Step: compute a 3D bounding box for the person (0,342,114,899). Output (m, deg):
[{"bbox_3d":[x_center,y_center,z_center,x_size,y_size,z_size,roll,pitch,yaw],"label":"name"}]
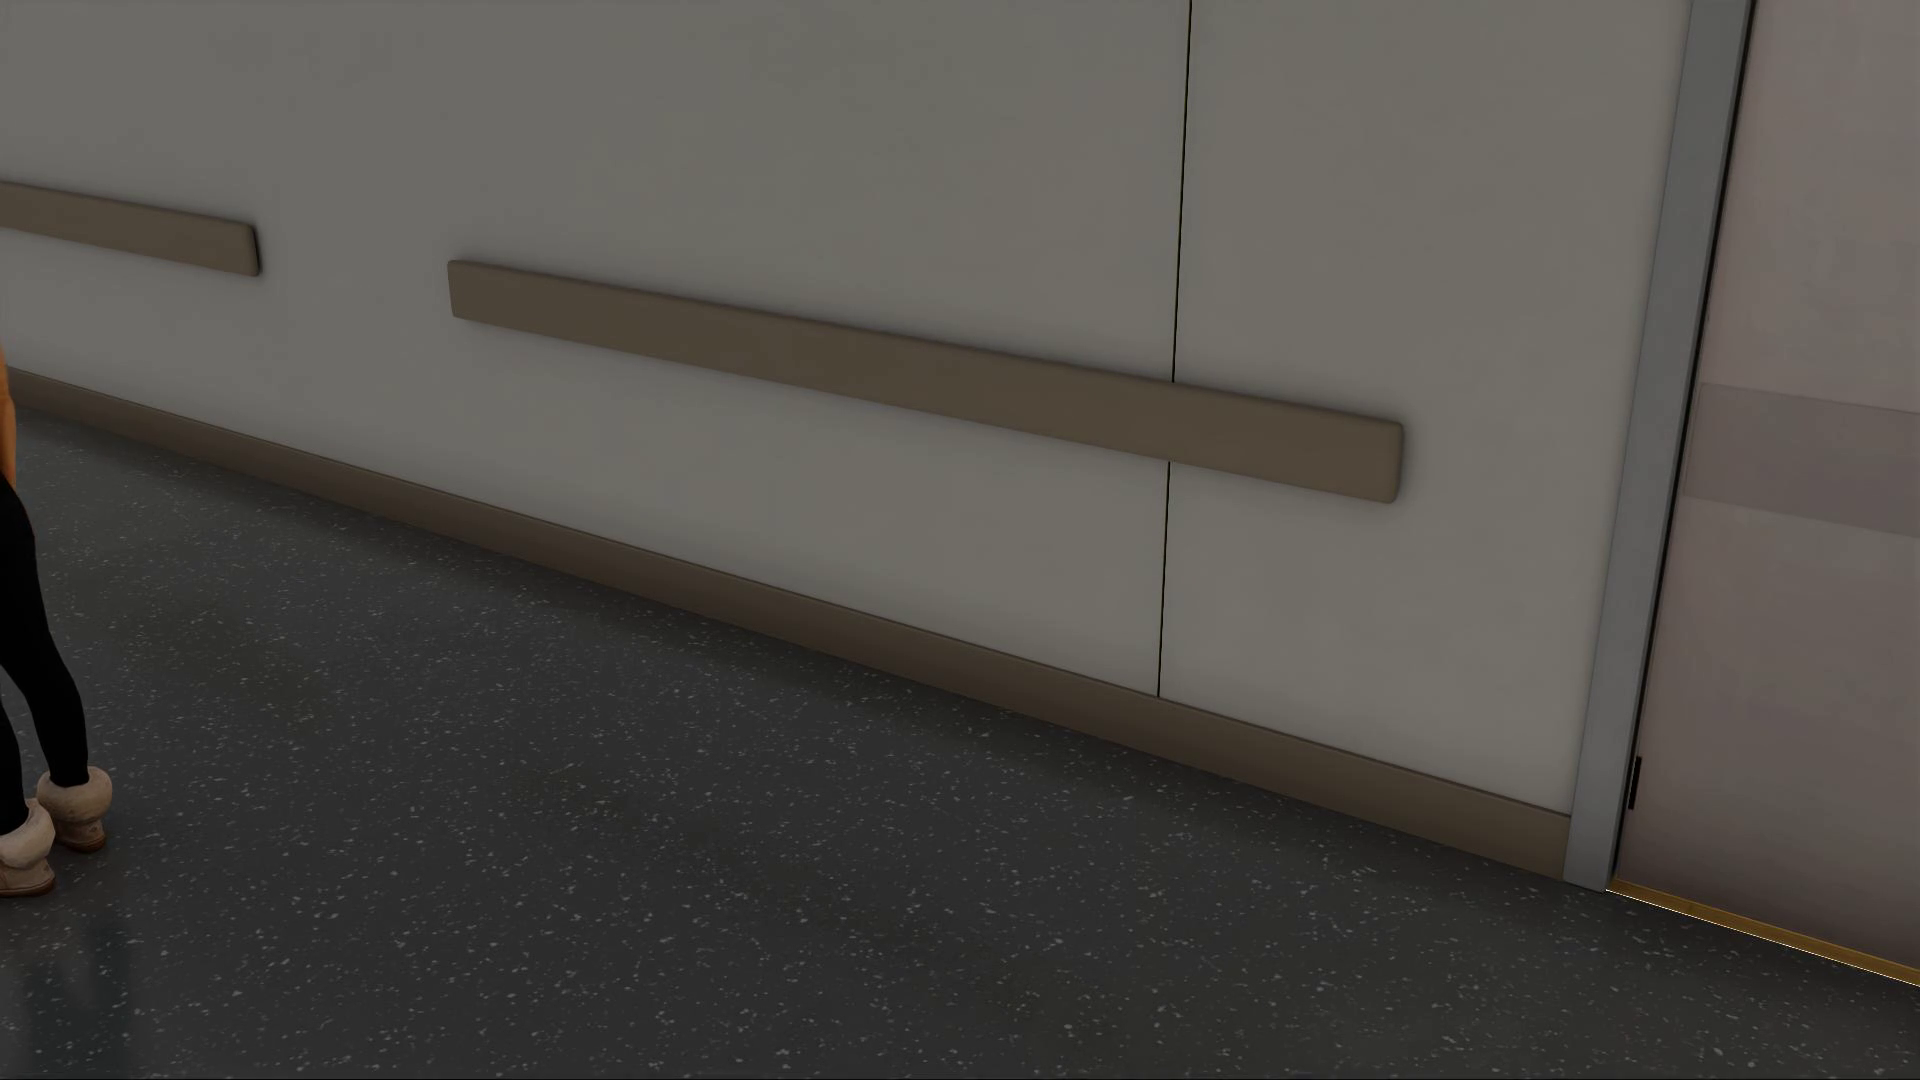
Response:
[{"bbox_3d":[-2.125,-0.028,3.513,0.727,1.656,0.591,6,21,15],"label":"person"}]
